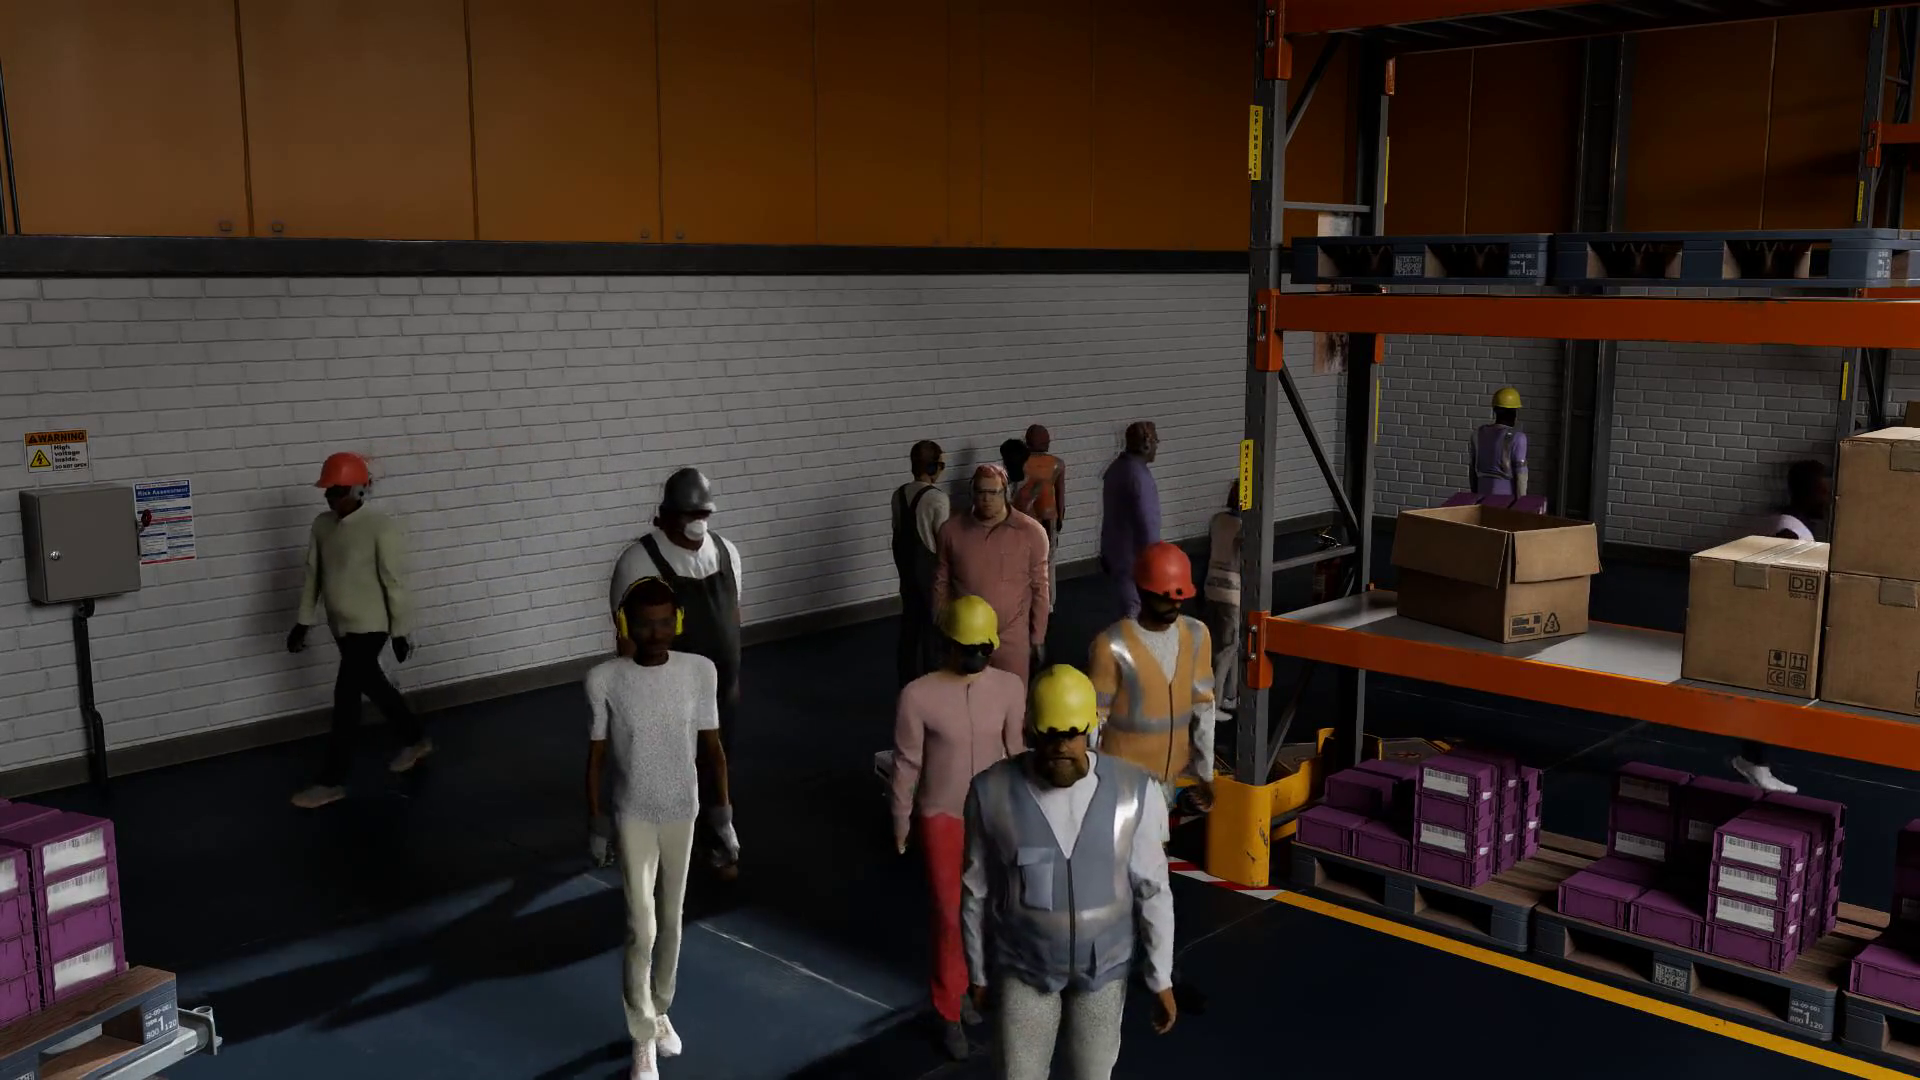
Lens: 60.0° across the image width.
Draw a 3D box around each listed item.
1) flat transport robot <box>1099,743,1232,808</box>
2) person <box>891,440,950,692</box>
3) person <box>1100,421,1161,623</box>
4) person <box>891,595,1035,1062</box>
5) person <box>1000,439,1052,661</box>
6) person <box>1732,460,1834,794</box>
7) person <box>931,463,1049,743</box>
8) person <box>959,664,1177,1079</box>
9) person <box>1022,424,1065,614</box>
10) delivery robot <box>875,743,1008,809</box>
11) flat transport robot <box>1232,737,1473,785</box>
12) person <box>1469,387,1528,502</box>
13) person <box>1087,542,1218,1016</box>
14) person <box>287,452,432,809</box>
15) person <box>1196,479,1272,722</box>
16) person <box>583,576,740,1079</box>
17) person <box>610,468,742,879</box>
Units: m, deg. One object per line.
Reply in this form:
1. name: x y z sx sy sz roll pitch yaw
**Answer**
1. flat transport robot: 0.885 1.324 9.205 1.431 0.197 0.652 -2 9 -10
2. person: -0.227 0.267 10.883 0.507 1.842 0.343 9 13 43
3. person: 1.208 0.108 11.731 0.470 1.893 0.637 -1 9 -8
4. person: 0.045 1.064 6.293 0.541 1.737 0.663 -5 10 -27
5. person: 0.396 0.081 12.515 0.528 1.674 0.573 4 10 24
6. person: 4.601 0.501 9.257 0.463 1.906 0.592 5 10 26
7. person: 0.160 0.525 9.110 0.651 1.904 0.403 1 9 6
8. person: 0.312 1.252 4.902 0.613 1.821 0.470 -1 9 -5
9. person: 0.653 -0.168 14.198 0.519 1.633 0.312 -3 10 -15
10. delivery robot: -0.082 1.208 8.761 0.707 0.478 0.477 -4 10 -24
11. flat transport robot: 2.301 1.306 9.319 1.431 0.197 0.652 -2 9 -10
12. person: 4.701 -0.365 14.496 0.368 1.927 0.589 -6 11 -32
13. person: 0.726 0.903 6.915 0.528 1.883 1.037 -6 11 -31
14. person: -3.386 0.460 9.420 0.627 1.952 1.037 6 11 33
15. person: 1.812 0.389 10.800 0.600 1.612 0.526 -4 10 -25
16. person: -1.066 1.054 6.066 0.513 1.846 0.712 -5 10 -26
17. person: -1.360 0.620 8.114 0.695 2.000 0.705 -8 12 -39
